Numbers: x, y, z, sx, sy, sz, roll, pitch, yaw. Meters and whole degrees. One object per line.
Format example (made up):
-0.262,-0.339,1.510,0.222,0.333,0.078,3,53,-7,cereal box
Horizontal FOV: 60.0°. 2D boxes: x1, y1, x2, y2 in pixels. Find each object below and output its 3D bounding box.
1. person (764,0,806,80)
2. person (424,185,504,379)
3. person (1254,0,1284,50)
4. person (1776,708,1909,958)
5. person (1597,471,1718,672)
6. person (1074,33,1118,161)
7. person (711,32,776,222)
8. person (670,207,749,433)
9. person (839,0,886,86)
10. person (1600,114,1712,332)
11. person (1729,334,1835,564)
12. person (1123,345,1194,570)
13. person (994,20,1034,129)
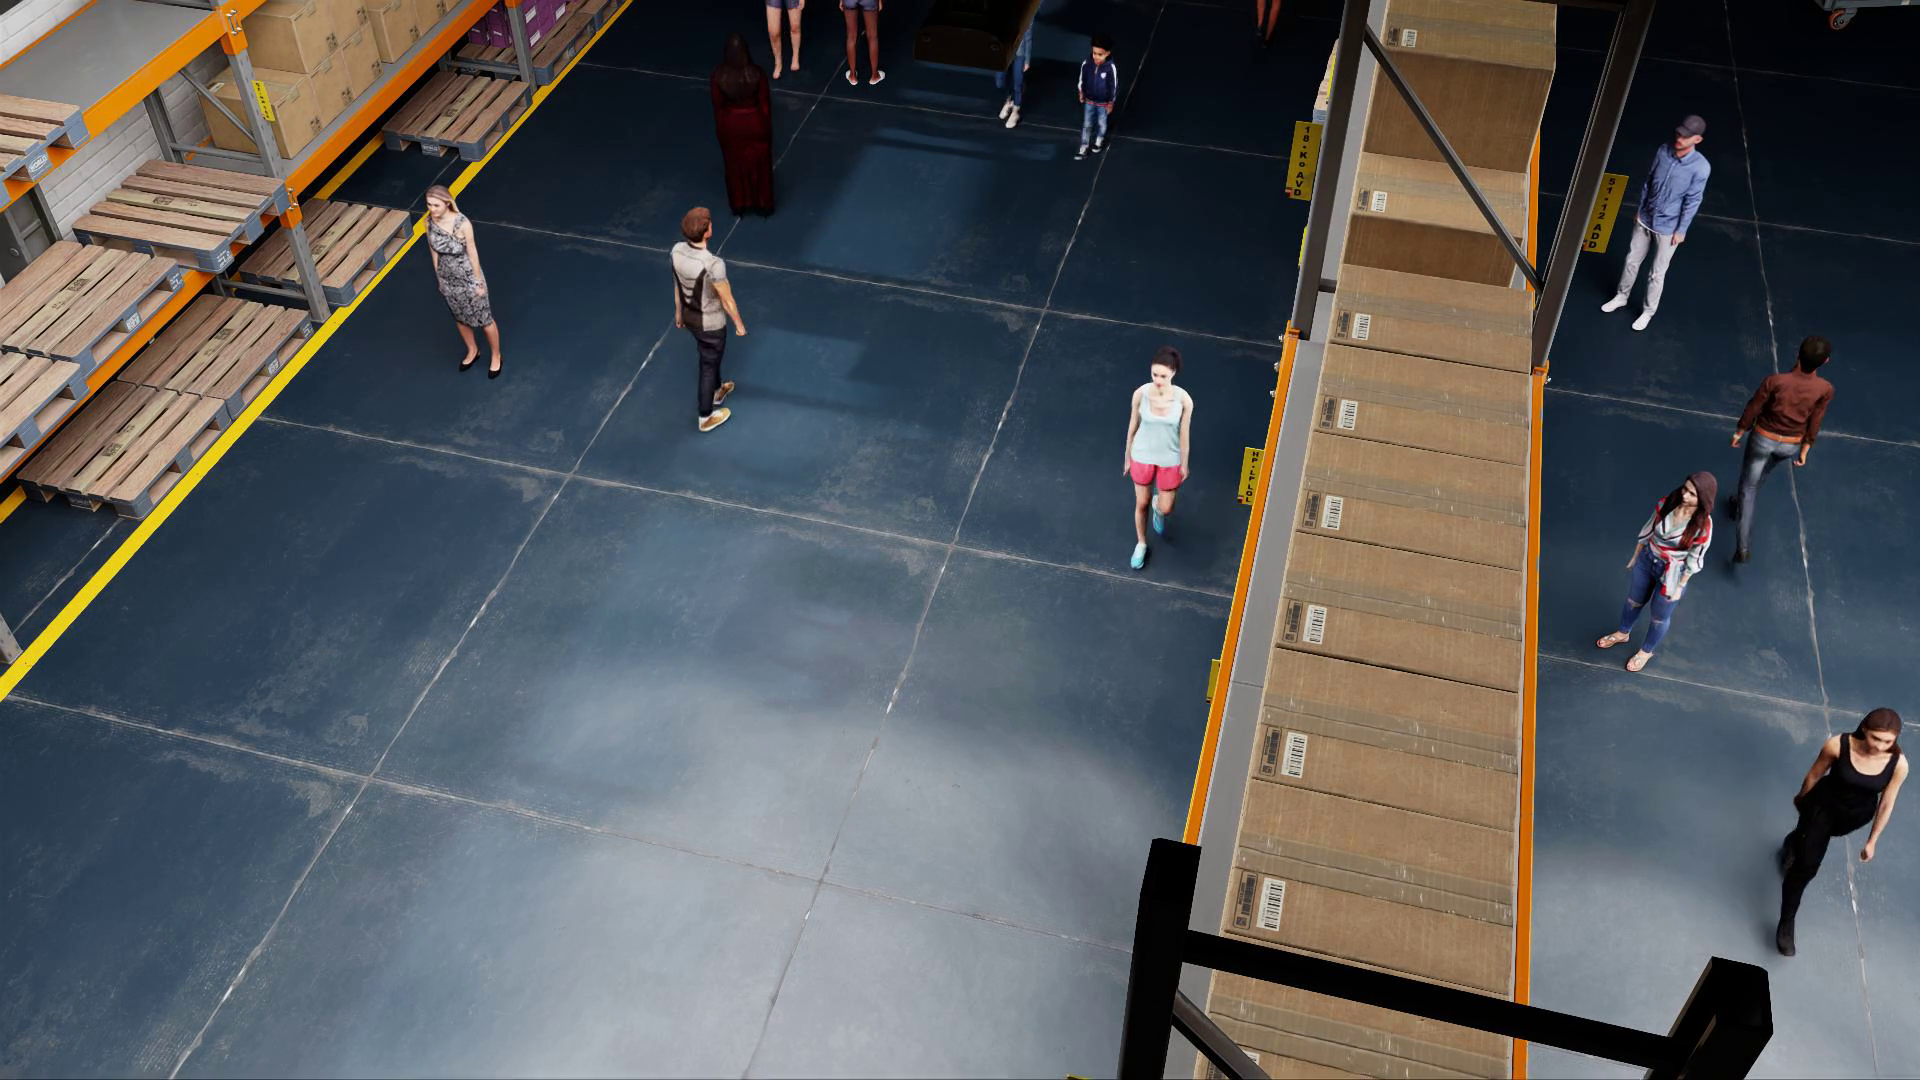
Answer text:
-1.739,-5.505,16.638,0.699,1.688,0.775,-2,44,-2,person
-3.875,-2.040,12.992,0.544,1.700,0.485,10,45,10,person
3.214,-5.825,16.944,0.619,1.728,0.608,12,45,13,person
4.925,1.478,9.344,0.610,1.638,1.146,13,45,14,person
4.540,0.182,10.722,0.711,1.613,0.661,-24,48,-23,person
1.317,-4.198,15.616,0.586,1.206,0.744,16,46,16,person
-1.897,-3.617,14.607,0.749,1.756,0.735,-3,44,-4,person
-1.964,-1.595,12.398,0.826,1.875,0.913,27,50,25,person
-0.992,-5.333,16.433,0.653,1.722,0.634,2,44,2,person
5.671,-2.588,13.434,0.778,1.885,0.738,-26,50,-25,person
5.597,-0.600,11.447,0.684,1.747,1.124,8,44,9,person
1.363,-0.599,11.440,0.608,1.755,0.765,9,44,10,person
0.559,-4.688,15.939,0.612,1.468,0.605,21,47,20,person
